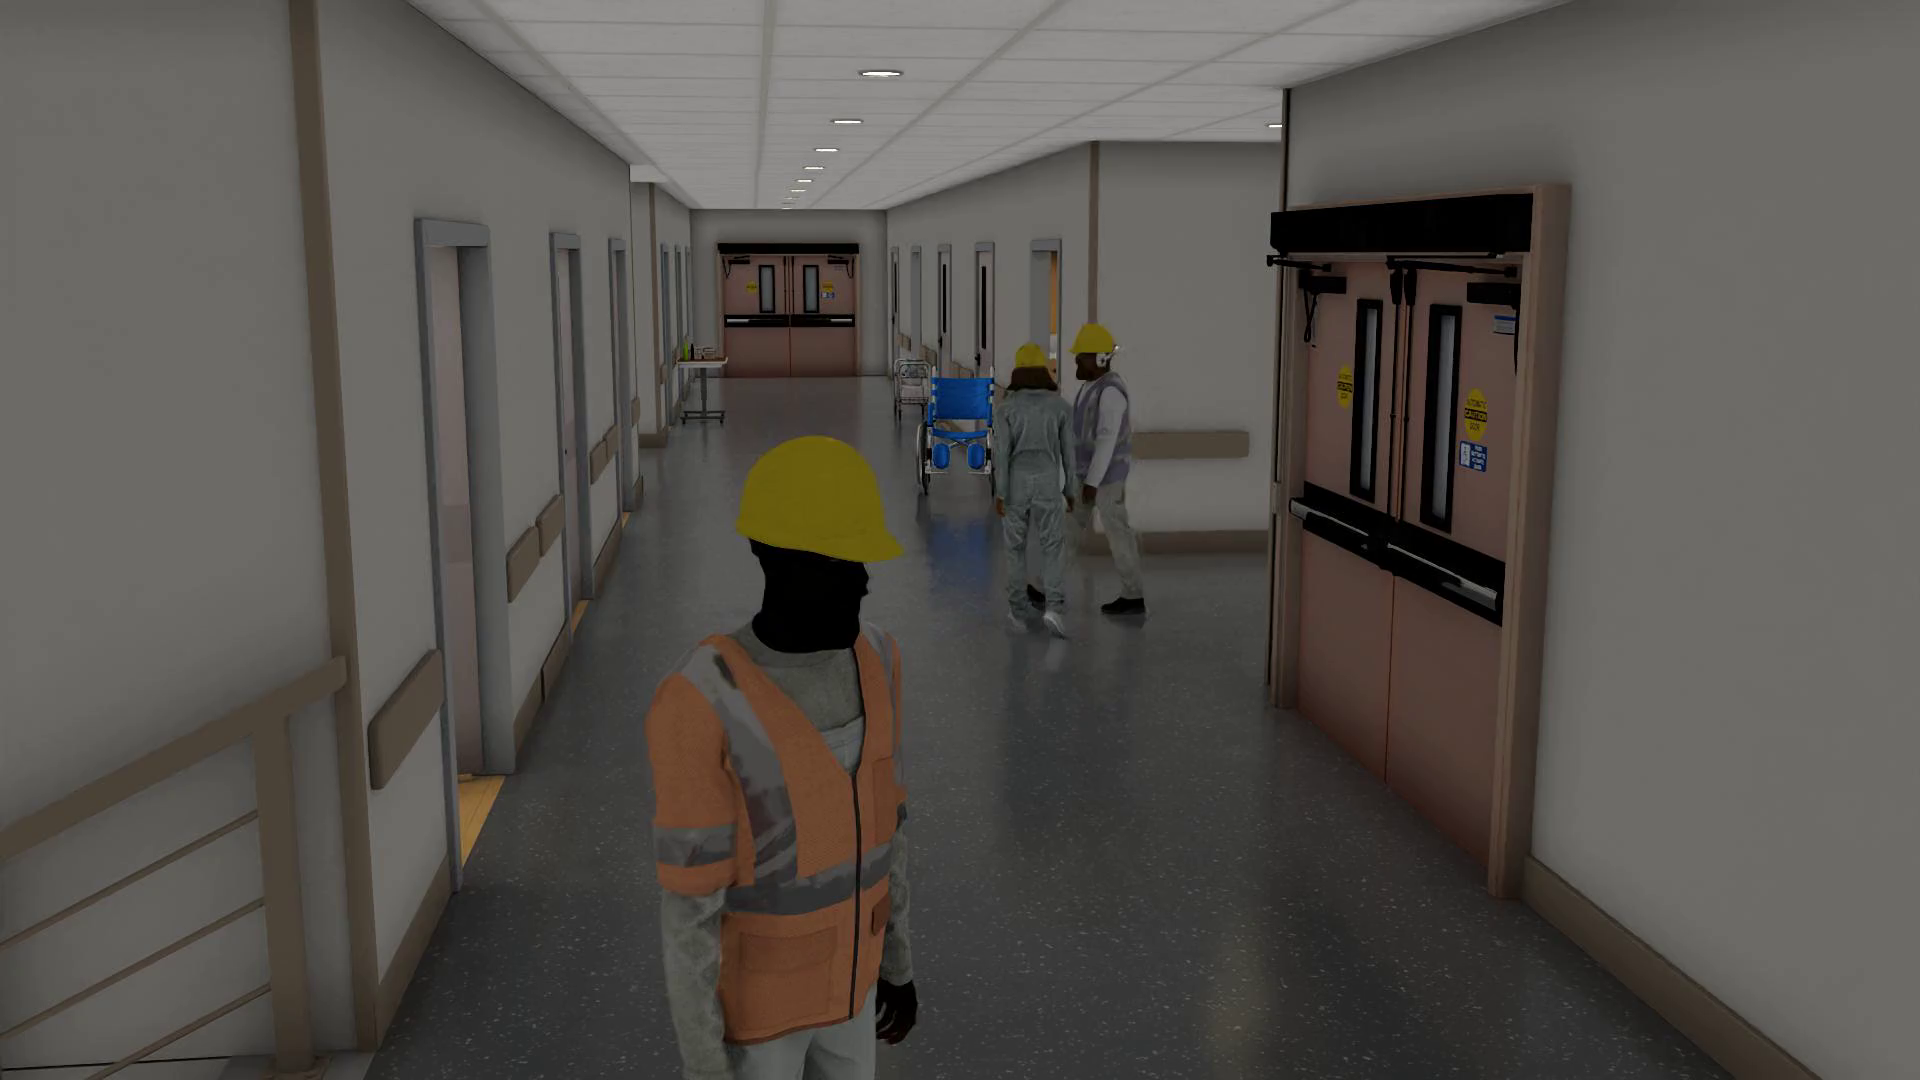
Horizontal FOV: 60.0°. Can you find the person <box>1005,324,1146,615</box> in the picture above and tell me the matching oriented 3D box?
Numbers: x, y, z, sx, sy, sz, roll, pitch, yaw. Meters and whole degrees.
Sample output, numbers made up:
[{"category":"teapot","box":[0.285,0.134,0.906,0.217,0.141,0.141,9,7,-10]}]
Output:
[{"category":"person","box":[0.749,-0.416,10.168,0.886,1.788,0.612,-2,10,-12]}]

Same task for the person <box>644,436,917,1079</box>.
[{"category":"person","box":[-0.270,0.772,2.904,0.397,1.920,0.586,7,12,35]}]

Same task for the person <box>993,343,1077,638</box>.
[{"category":"person","box":[0.448,-0.290,9.720,0.498,1.700,0.711,-1,10,-5]}]
